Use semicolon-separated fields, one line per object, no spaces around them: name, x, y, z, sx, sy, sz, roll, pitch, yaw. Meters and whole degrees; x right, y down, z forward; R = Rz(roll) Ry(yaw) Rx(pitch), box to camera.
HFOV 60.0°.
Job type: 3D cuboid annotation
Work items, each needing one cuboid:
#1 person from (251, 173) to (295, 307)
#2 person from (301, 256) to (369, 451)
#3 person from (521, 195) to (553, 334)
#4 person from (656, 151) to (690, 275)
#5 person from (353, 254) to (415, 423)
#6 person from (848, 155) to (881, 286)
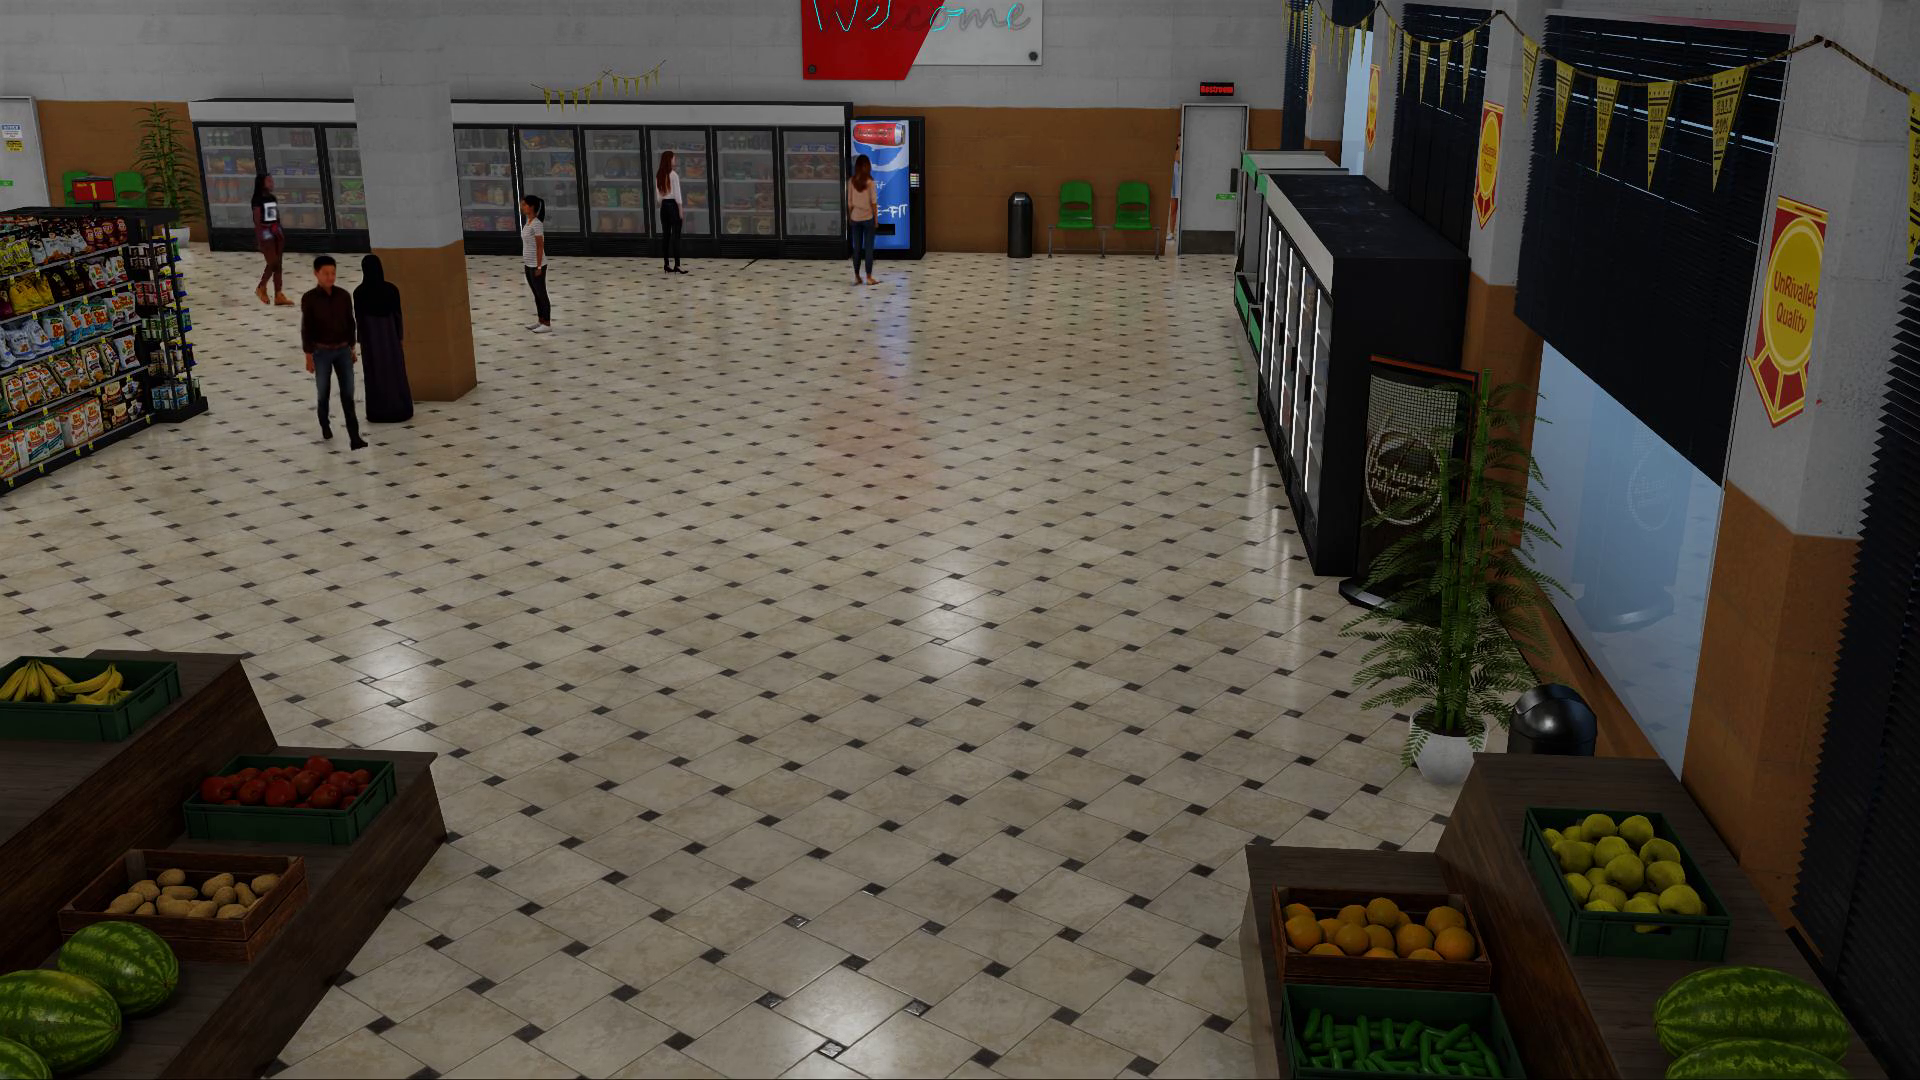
person;-9.060;-3.897;21.659;0.706;1.720;0.660;4;19;11
person;-5.739;-1.677;15.075;1.181;1.719;1.247;-14;23;-35
person;-5.135;-3.349;20.148;0.719;1.647;0.630;-10;21;-27
person;-4.197;-4.751;24.129;0.669;1.760;0.666;13;22;33
person;-5.591;-1.947;16.042;0.707;1.613;0.723;-6;20;-18
person;-1.362;-4.482;23.282;0.656;1.789;0.623;8;20;22
